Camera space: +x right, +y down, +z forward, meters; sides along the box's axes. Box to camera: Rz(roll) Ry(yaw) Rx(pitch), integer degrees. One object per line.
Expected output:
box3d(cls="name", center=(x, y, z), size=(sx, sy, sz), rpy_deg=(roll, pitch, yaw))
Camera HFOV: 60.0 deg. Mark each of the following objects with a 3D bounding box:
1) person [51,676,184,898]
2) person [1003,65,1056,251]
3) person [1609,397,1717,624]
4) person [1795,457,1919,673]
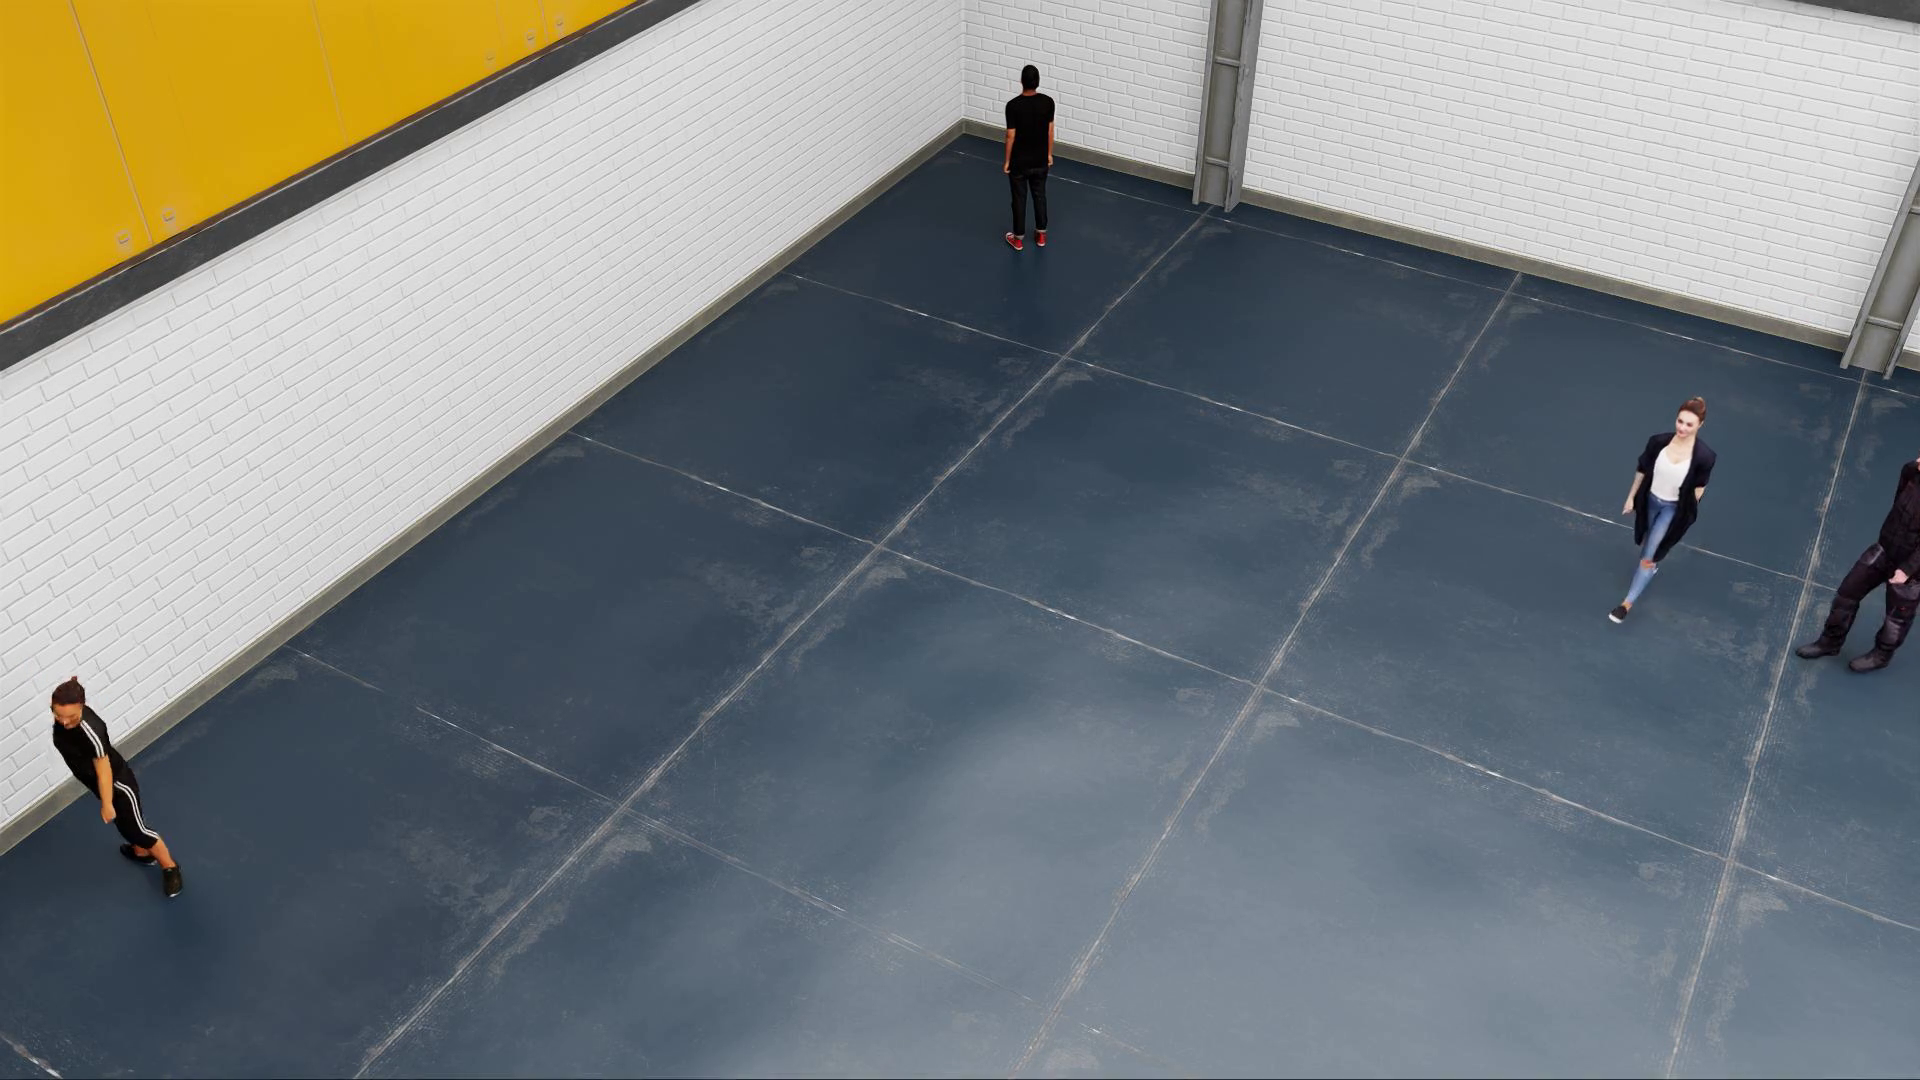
box3d(cls="person", center=(-4.822, 1.306, 9.380), size=(0.857, 1.642, 0.581), rpy_deg=(-21, 43, -24))
box3d(cls="person", center=(0.630, -3.527, 15.339), size=(0.704, 1.757, 0.755), rpy_deg=(-11, 40, -13))
box3d(cls="person", center=(4.836, -0.268, 11.357), size=(1.110, 1.632, 0.887), rpy_deg=(31, 48, 33))
box3d(cls="person", center=(6.130, 0.099, 10.692), size=(0.998, 1.890, 0.943), rpy_deg=(-12, 40, -14))
